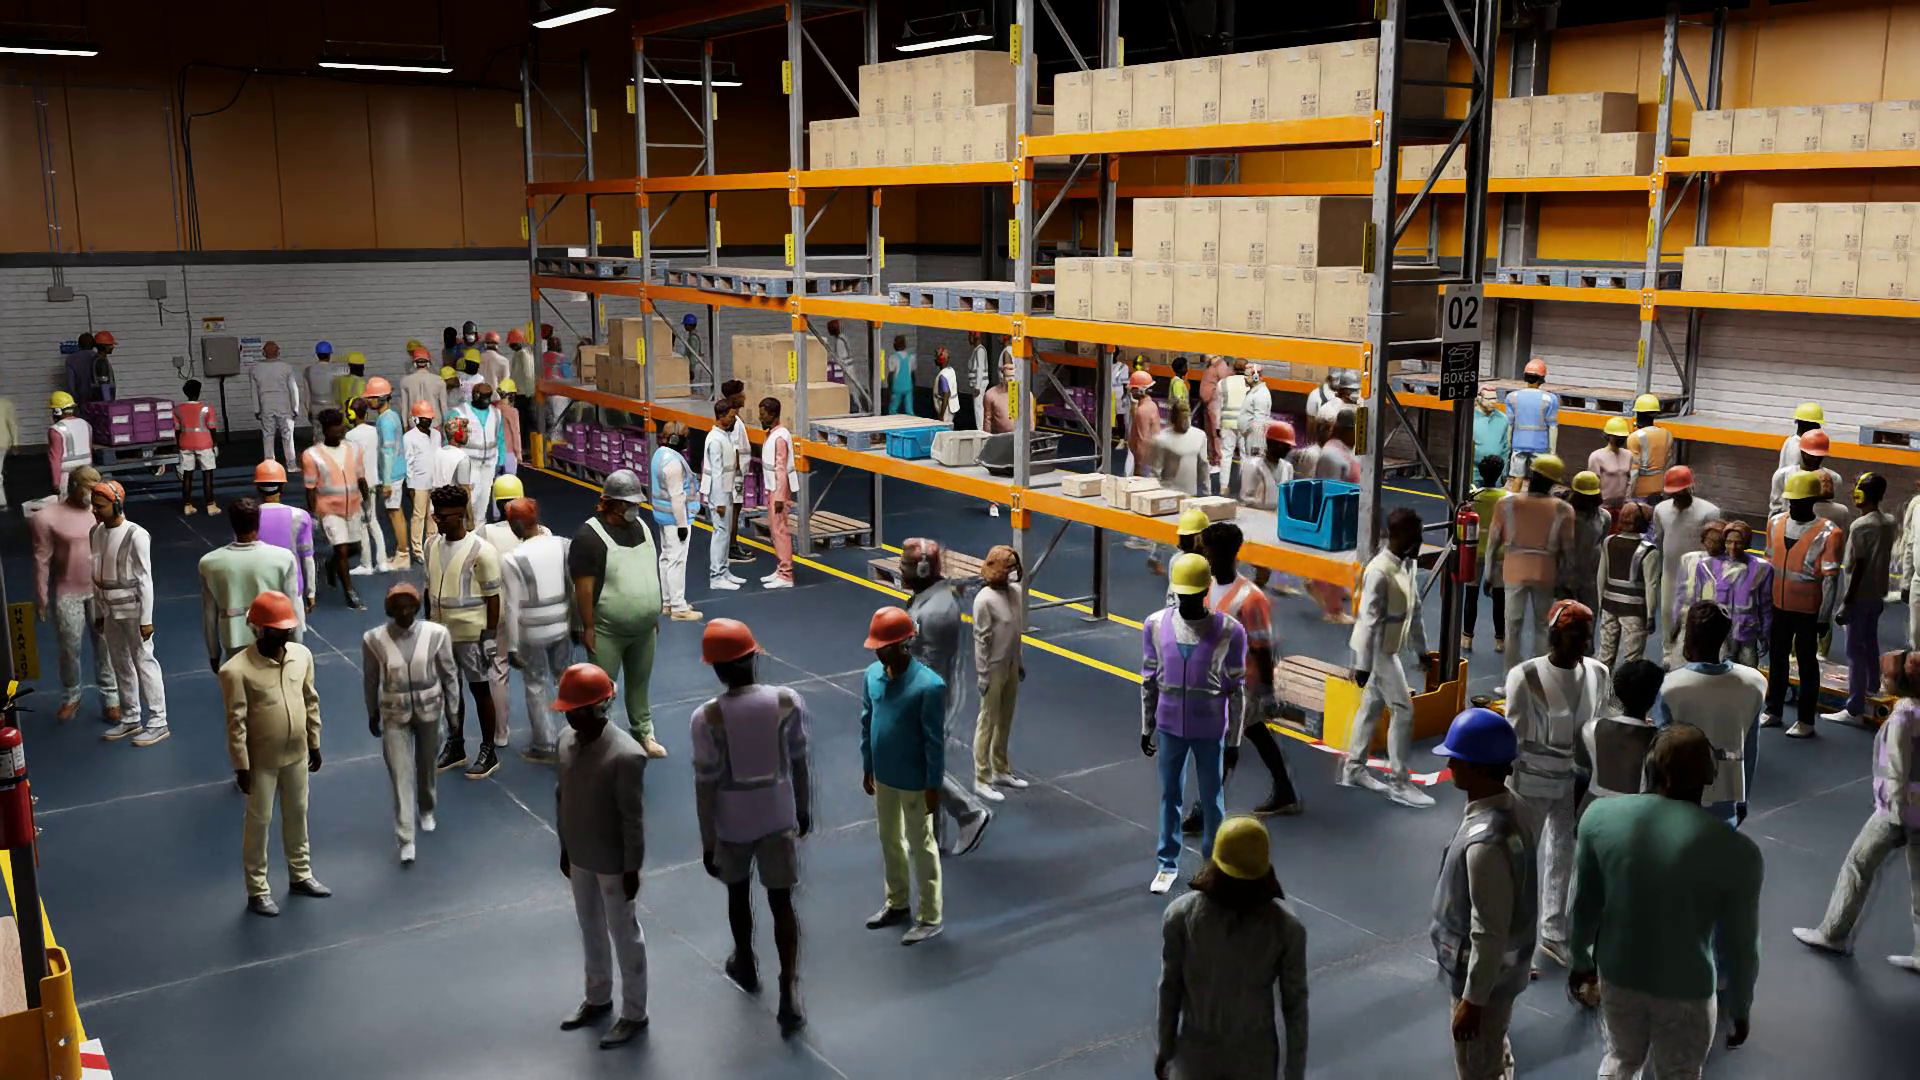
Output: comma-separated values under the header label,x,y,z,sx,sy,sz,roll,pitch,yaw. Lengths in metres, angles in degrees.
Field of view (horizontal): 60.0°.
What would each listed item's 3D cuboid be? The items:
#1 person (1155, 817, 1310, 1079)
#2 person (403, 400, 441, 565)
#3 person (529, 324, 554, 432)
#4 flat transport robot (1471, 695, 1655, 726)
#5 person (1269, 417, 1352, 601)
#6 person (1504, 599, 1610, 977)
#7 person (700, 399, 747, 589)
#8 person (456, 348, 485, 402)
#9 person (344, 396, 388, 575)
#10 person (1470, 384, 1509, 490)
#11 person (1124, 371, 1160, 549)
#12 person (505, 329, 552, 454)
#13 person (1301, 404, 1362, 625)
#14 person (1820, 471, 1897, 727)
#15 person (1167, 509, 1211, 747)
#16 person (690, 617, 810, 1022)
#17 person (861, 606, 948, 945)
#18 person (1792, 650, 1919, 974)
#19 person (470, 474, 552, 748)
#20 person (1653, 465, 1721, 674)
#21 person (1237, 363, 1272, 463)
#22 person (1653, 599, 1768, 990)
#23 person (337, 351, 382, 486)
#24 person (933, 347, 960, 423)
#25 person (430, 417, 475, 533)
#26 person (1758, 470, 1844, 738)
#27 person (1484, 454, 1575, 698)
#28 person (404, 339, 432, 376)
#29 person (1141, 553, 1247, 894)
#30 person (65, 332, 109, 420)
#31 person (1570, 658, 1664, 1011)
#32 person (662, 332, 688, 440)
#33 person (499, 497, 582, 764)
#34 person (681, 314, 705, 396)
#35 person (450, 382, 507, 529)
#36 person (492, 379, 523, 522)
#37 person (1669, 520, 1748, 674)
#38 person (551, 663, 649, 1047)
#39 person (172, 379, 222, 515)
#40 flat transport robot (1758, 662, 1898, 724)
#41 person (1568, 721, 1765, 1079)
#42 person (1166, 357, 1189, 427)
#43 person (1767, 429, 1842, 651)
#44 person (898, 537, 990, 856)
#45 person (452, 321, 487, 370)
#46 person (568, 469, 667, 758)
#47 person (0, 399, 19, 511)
label,x,y,z,sx,sy,sz,roll,pitch,yaw
person,0.915,1.760,5.610,0.514,1.728,0.375,2,11,10
person,-5.694,-0.622,17.771,0.335,1.749,0.575,5,12,22
person,-7.098,-2.780,28.553,0.712,1.848,0.799,3,11,15
flat transport robot,4.319,1.316,11.658,0.652,0.197,1.431,-7,13,-31
person,3.455,-0.295,16.036,0.952,1.788,0.539,5,12,22
person,2.893,1.205,8.121,0.576,1.877,0.346,-3,12,-16
person,-2.368,-0.453,16.525,0.411,1.906,0.602,0,11,0
person,-6.694,-1.660,22.698,0.472,1.897,0.618,6,13,30
person,-6.144,-0.539,17.100,0.415,1.876,0.572,4,12,17
person,5.651,-0.739,18.011,0.649,1.899,0.398,-3,11,-14
person,2.034,-0.896,18.588,0.408,1.987,0.614,3,11,14
person,-6.729,-2.301,25.831,0.643,1.964,0.645,-5,12,-25
person,3.456,-0.248,15.121,0.616,2.000,0.695,7,13,31
person,6.565,0.429,12.108,0.523,1.865,0.317,-7,13,-33
person,1.605,0.646,11.335,0.493,1.737,0.324,9,14,40
person,-0.946,1.285,7.685,0.578,1.900,0.845,-4,12,-19
person,-0.313,1.188,8.545,0.577,1.739,0.353,10,15,43
person,4.555,1.318,8.213,0.508,1.605,0.766,-8,14,-36
person,-3.123,0.497,11.630,0.587,1.920,0.391,-3,11,-16
person,5.972,0.221,13.571,0.757,1.708,0.624,-9,15,-40
person,3.611,-1.228,20.509,0.399,1.900,0.644,1,11,3
person,3.501,1.228,7.882,0.587,1.920,0.391,-3,11,-14
person,-8.163,-1.620,22.573,0.589,1.875,0.993,7,13,32
person,-0.202,-1.803,23.576,0.388,1.847,0.563,1,11,7
person,-4.736,-0.235,15.592,0.388,1.837,0.560,-10,15,-42
person,5.962,0.450,11.879,0.395,1.919,0.582,-5,12,-25
person,4.368,0.285,12.753,0.663,1.896,0.445,3,12,16
person,-8.665,-2.377,26.760,0.544,1.740,0.530,4,12,22
person,1.250,1.007,9.015,0.586,1.920,0.397,5,12,25
person,-13.182,-2.176,25.252,0.628,1.940,0.373,-2,11,-10
person,3.120,1.366,7.765,0.559,1.677,0.502,10,15,43
person,-4.396,-2.201,25.340,0.608,1.955,0.397,-7,13,-32
person,-2.731,0.631,11.094,0.607,1.866,0.607,9,14,38
person,-4.816,-3.116,30.069,0.413,1.939,0.597,0,11,-3
person,-5.475,-0.885,18.943,0.650,1.821,0.444,-9,14,-38
person,-5.452,-1.065,20.046,0.364,1.758,0.535,-11,15,-44
person,5.226,0.652,11.596,0.353,1.623,0.544,-8,14,-36
person,-1.637,1.397,7.473,0.560,1.744,0.349,8,14,37
person,-9.467,-1.142,20.617,0.535,1.692,0.323,0,11,1
flat transport robot,6.710,1.148,12.517,0.652,0.197,1.431,-6,12,-27
person,2.499,1.595,5.965,0.643,1.924,0.461,10,15,41
person,3.116,-1.767,23.779,0.317,1.695,0.540,0,11,0
person,7.138,0.013,14.091,0.549,1.925,0.389,3,12,17
person,-0.157,0.918,9.530,0.488,1.893,0.662,-1,11,-7
person,-7.764,-2.457,26.426,0.687,2.000,0.538,1,11,6
person,-2.256,0.518,11.202,0.535,2.000,0.679,9,14,40
person,-12.249,-1.218,20.996,0.878,1.686,0.660,8,14,35
